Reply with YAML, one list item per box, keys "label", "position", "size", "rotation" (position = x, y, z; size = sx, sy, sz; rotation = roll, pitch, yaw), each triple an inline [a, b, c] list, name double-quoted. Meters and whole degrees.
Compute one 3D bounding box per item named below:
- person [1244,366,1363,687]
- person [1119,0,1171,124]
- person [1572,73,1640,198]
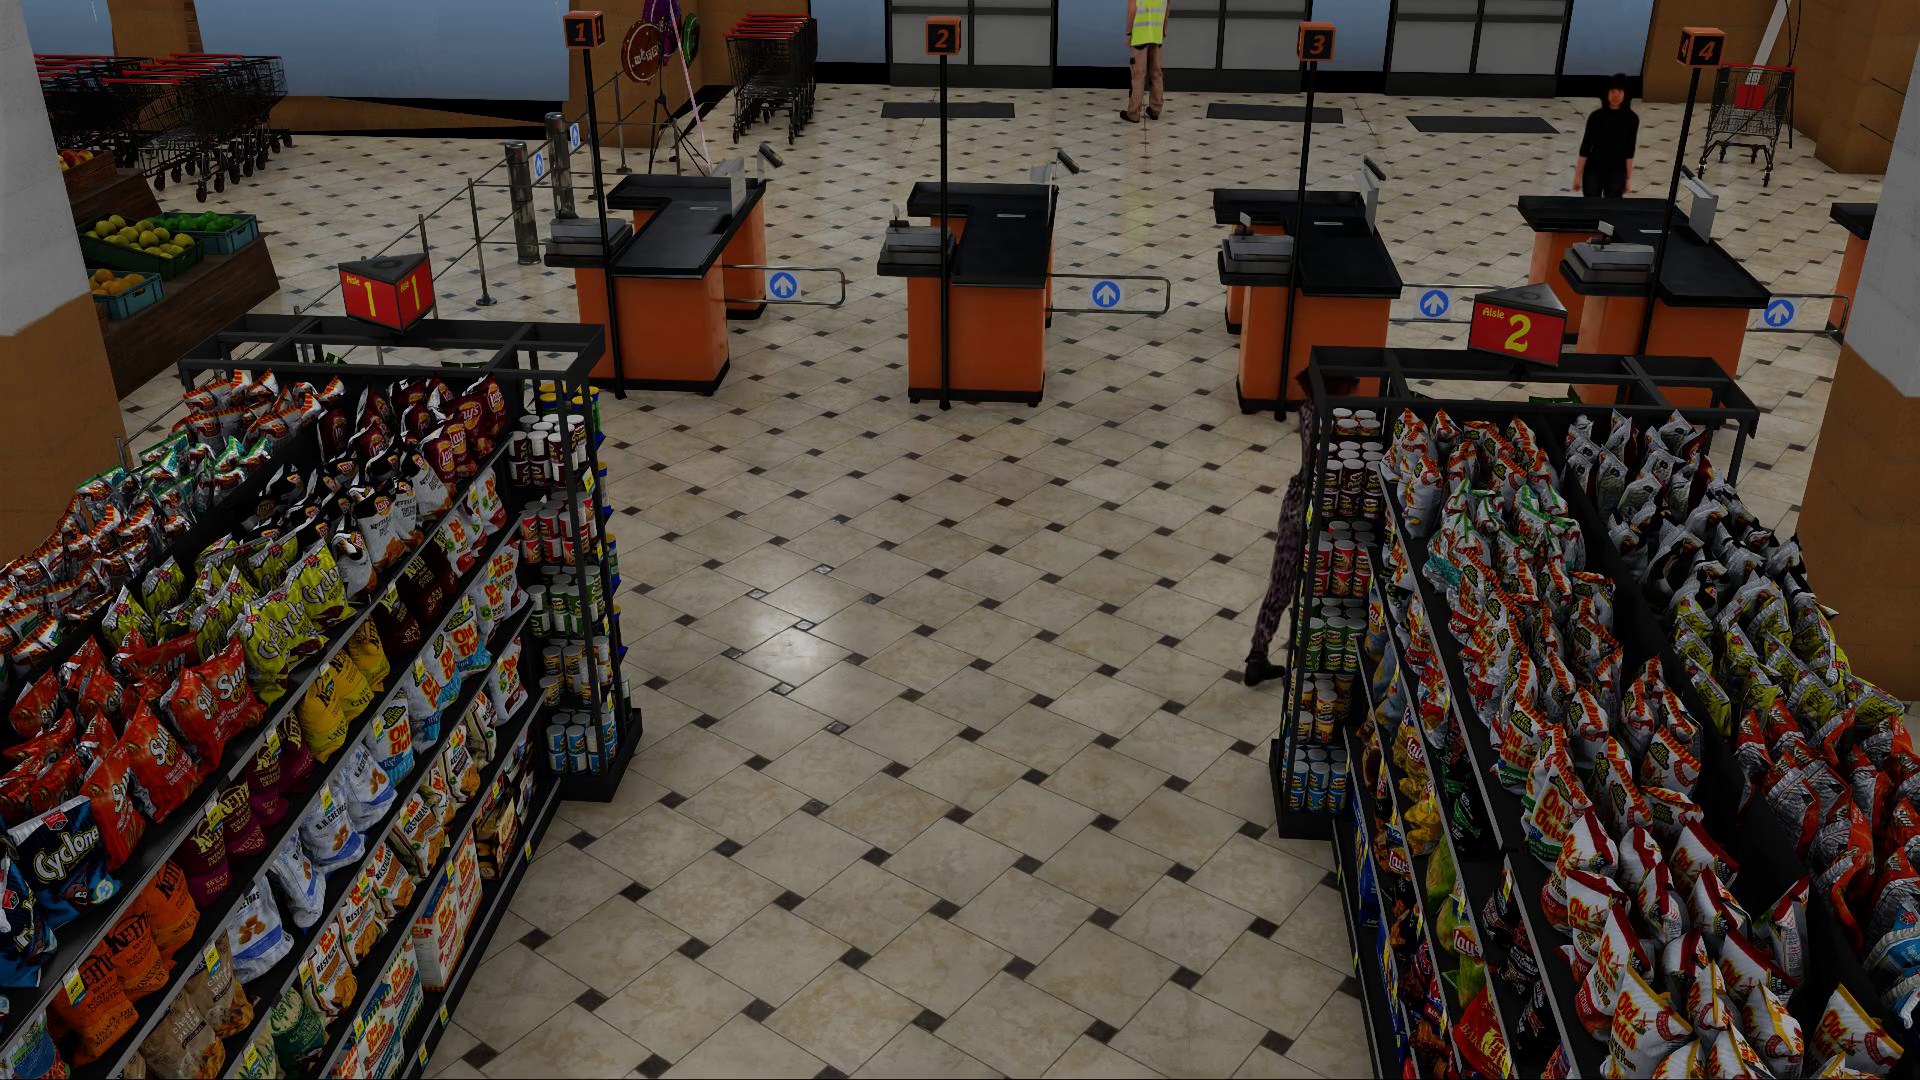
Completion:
- label: "person"
  position: [1.581, -0.058, 7.741]
  size: [1.020, 1.672, 1.114]
  rotation: [-13, 30, -23]
- label: "person"
  position: [2.061, -5.590, 18.457]
  size: [0.838, 1.846, 0.881]
  rotation: [-11, 29, -21]
- label: "person"
  position: [5.258, -2.986, 13.572]
  size: [0.739, 1.619, 0.903]
  rotation: [10, 29, 19]
